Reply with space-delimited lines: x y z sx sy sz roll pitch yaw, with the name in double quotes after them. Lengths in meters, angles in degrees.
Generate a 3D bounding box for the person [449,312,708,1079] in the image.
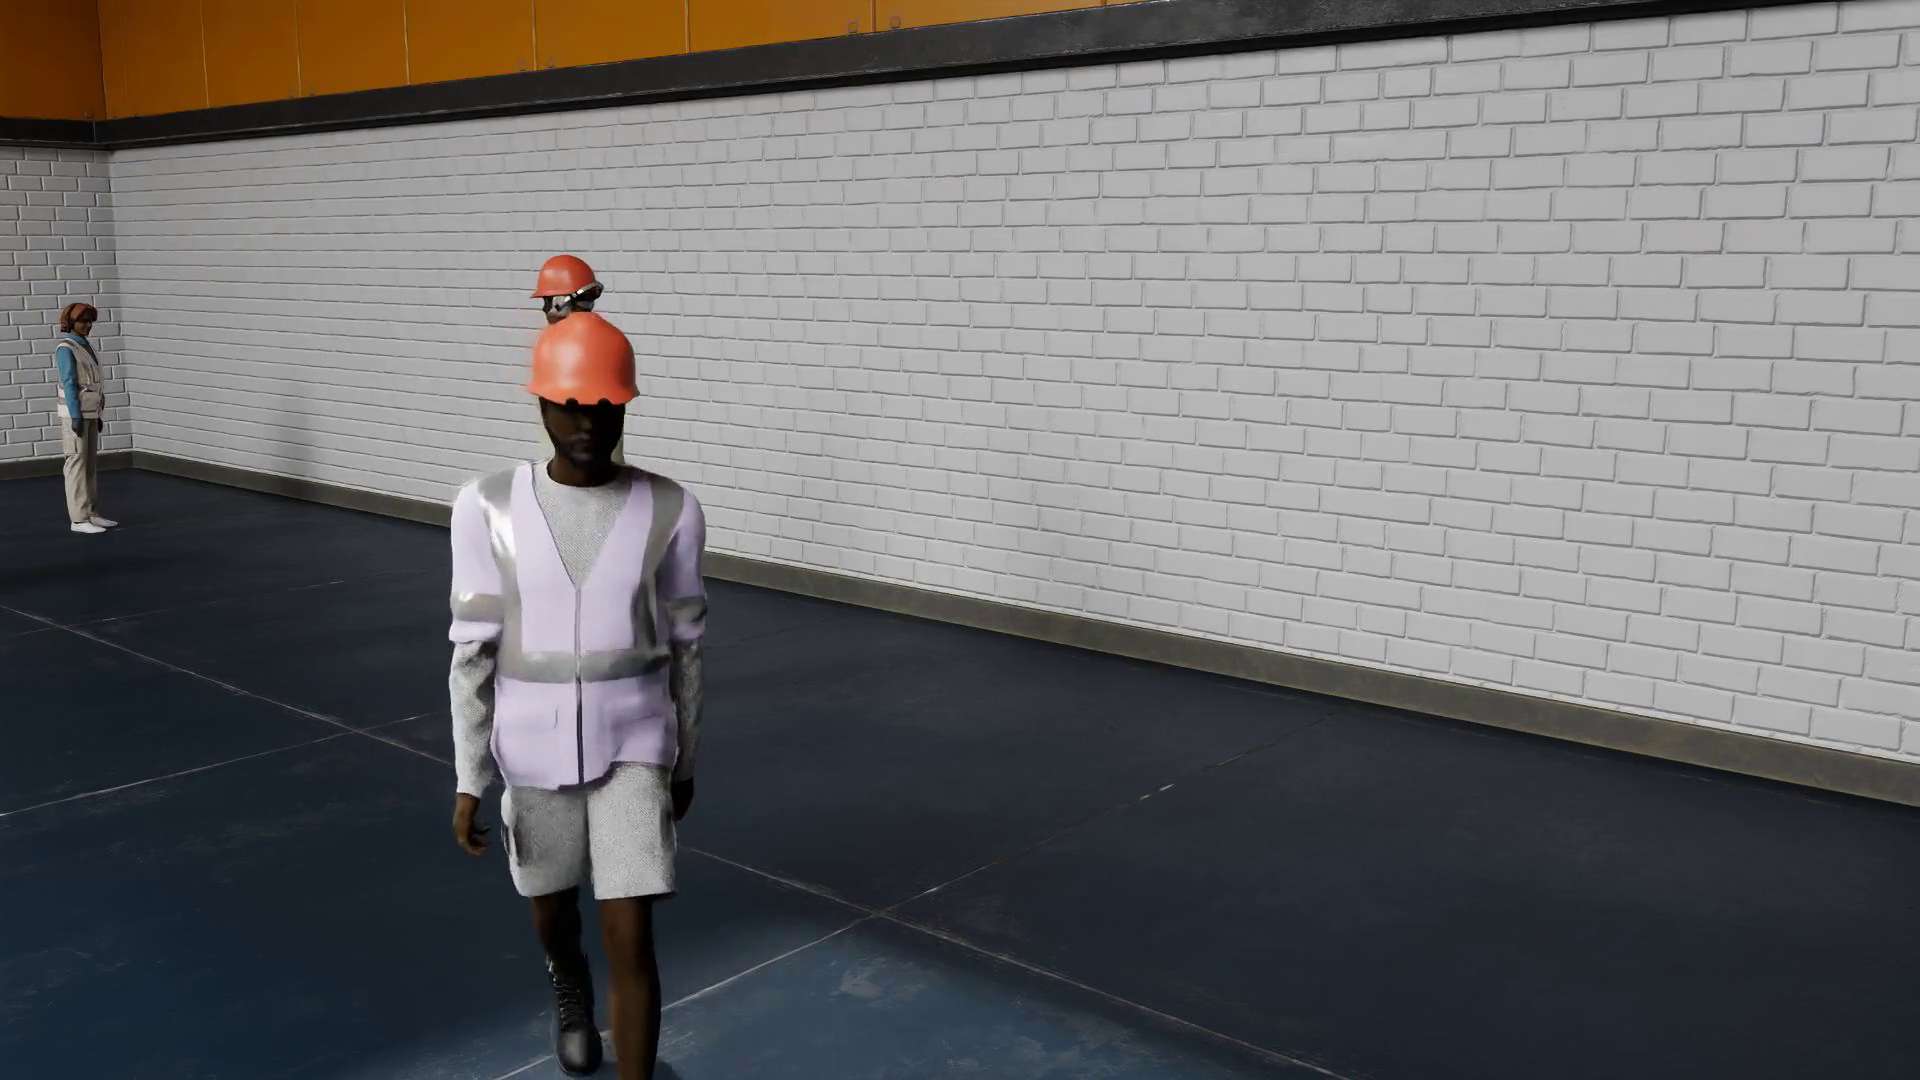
-0.834 0.437 3.718 0.546 1.901 0.959 -2 10 -9 "person"

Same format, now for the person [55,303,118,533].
-6.268 -0.870 11.887 0.314 1.636 0.514 -2 10 -10 "person"

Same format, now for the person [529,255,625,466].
-1.662 -0.239 7.278 0.396 1.990 0.624 2 10 13 "person"
